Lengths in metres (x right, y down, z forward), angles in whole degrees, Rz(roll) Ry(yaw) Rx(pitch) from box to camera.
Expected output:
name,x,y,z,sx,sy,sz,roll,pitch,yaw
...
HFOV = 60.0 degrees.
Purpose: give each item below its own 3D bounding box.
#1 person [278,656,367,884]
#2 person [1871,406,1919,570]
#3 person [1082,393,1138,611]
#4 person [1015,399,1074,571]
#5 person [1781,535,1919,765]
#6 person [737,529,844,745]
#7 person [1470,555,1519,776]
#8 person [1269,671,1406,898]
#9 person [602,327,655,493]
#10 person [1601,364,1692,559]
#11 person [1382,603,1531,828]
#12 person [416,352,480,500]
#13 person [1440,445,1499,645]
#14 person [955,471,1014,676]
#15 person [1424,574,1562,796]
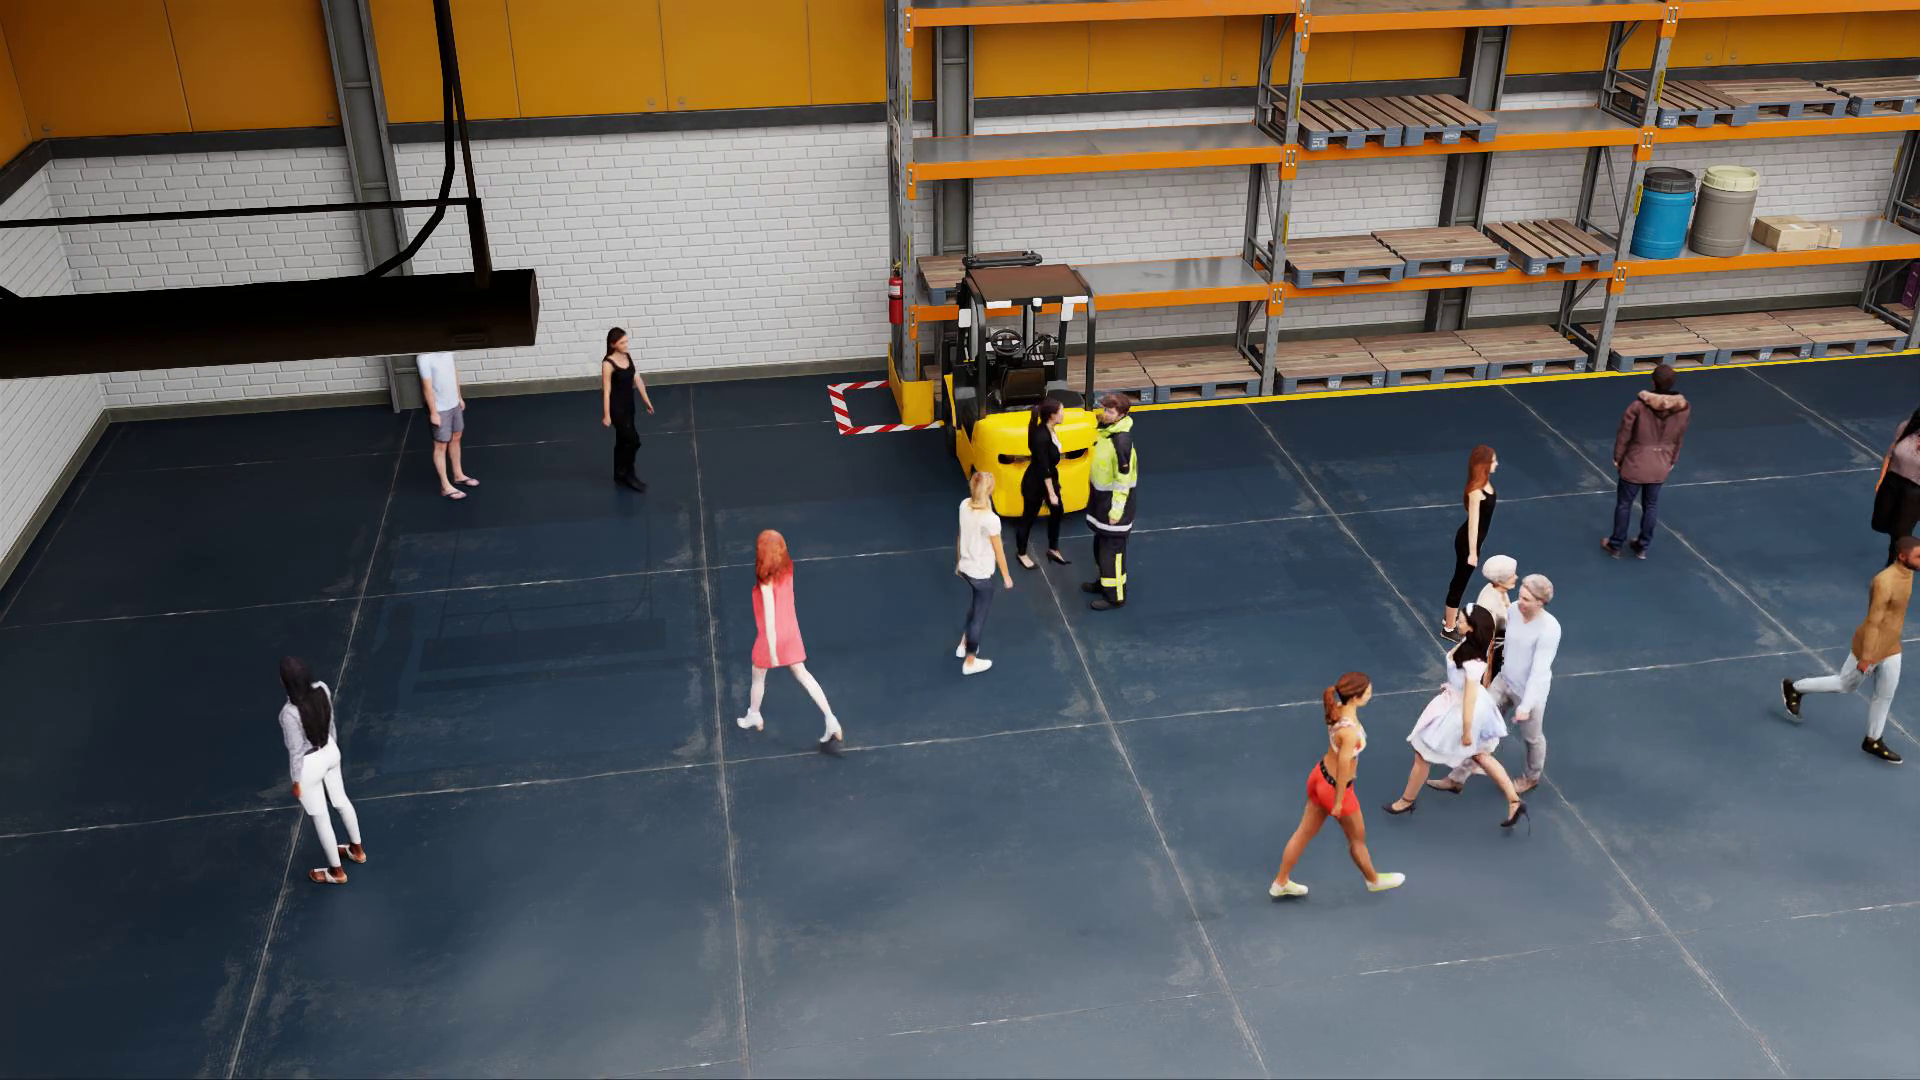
name,x,y,z,sx,sy,sz,roll,pitch,yaw
person,-4.252,1.498,10.990,0.670,1.724,0.675,9,30,16
person,8.243,-0.441,14.445,1.113,1.819,0.959,-23,36,-36
person,1.283,-0.354,14.119,0.621,1.979,0.770,-3,29,-5
person,0.628,-0.487,14.718,0.870,1.638,0.797,9,30,16
person,6.674,0.740,12.319,1.222,1.783,1.071,-19,34,-31
person,-1.242,0.762,12.276,1.217,1.785,1.050,13,31,23
person,3.809,0.890,12.072,0.695,1.756,0.708,9,30,16
person,2.325,1.622,10.738,1.130,1.748,0.646,-3,29,-5
person,-3.359,-1.282,16.142,0.803,1.672,0.745,9,30,16
person,6.144,-0.690,14.876,0.666,1.845,0.850,0,29,0
person,3.537,1.254,11.392,1.302,1.768,1.085,11,30,19
person,-4.995,-1.302,16.009,0.729,1.833,0.737,8,30,14
person,4.201,0.013,13.711,0.661,1.726,0.641,11,30,19
person,0.067,0.295,13.117,0.702,1.799,0.685,-18,34,-30
person,4.023,1.042,11.695,1.189,1.850,0.832,-10,30,-18
